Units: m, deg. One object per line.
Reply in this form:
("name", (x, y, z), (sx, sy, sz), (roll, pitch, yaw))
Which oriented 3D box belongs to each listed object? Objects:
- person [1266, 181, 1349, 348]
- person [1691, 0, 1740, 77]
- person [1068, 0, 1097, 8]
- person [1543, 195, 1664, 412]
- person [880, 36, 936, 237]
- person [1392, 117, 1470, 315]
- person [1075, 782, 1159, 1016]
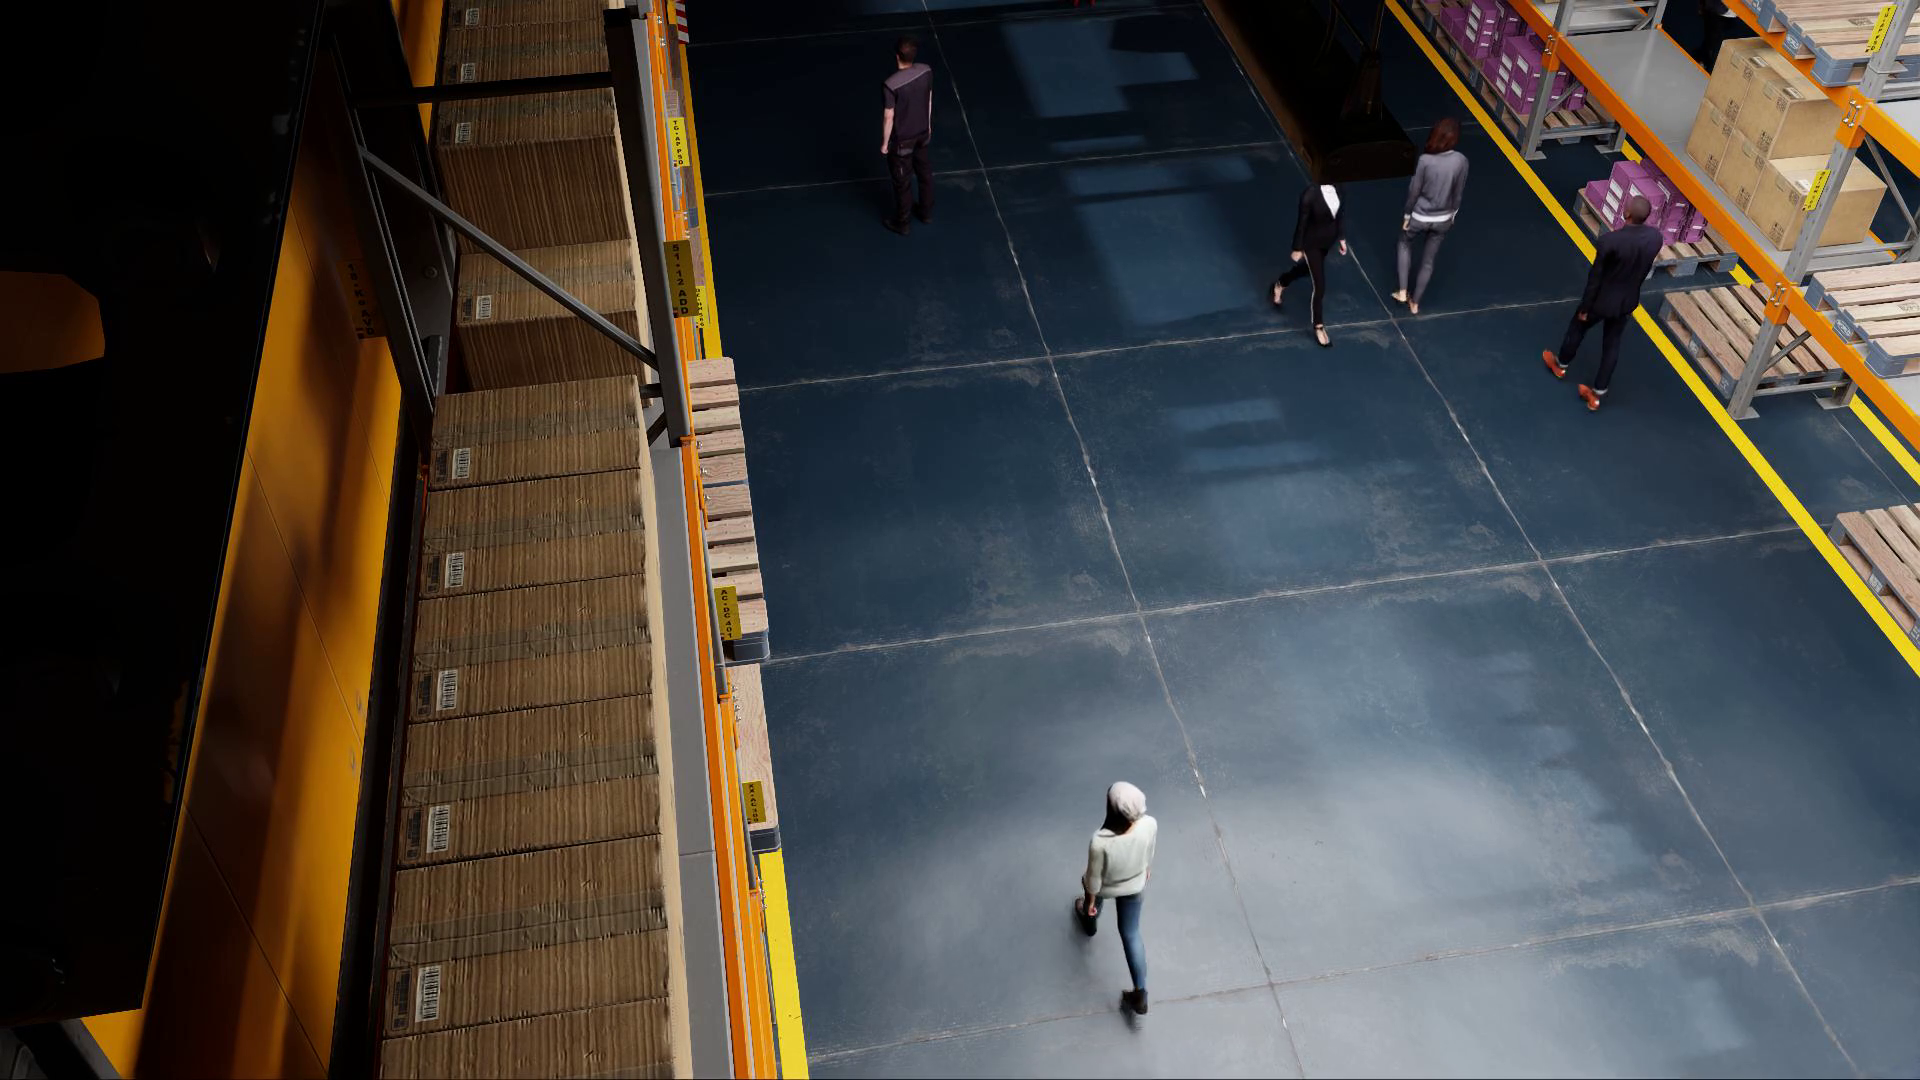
("person", (2.854, -2.439, 13.568), (0.941, 1.667, 1.156), (-28, 50, -26))
("person", (7.673, -5.414, 16.757), (0.776, 1.575, 0.956), (-14, 45, -14))
("person", (1.355, -6.600, 17.904), (0.597, 1.710, 0.516), (-5, 44, -5))
("person", (5.032, -1.772, 12.773), (0.720, 1.797, 0.934), (-6, 44, -6))
("person", (-0.452, -3.554, 14.609), (0.801, 1.845, 0.790), (-31, 52, -28))
("person", (3.880, -2.611, 13.683), (0.687, 1.757, 0.687), (2, 44, 2))
("person", (0.889, 1.921, 9.033), (0.710, 1.608, 1.148), (-14, 45, -14))
